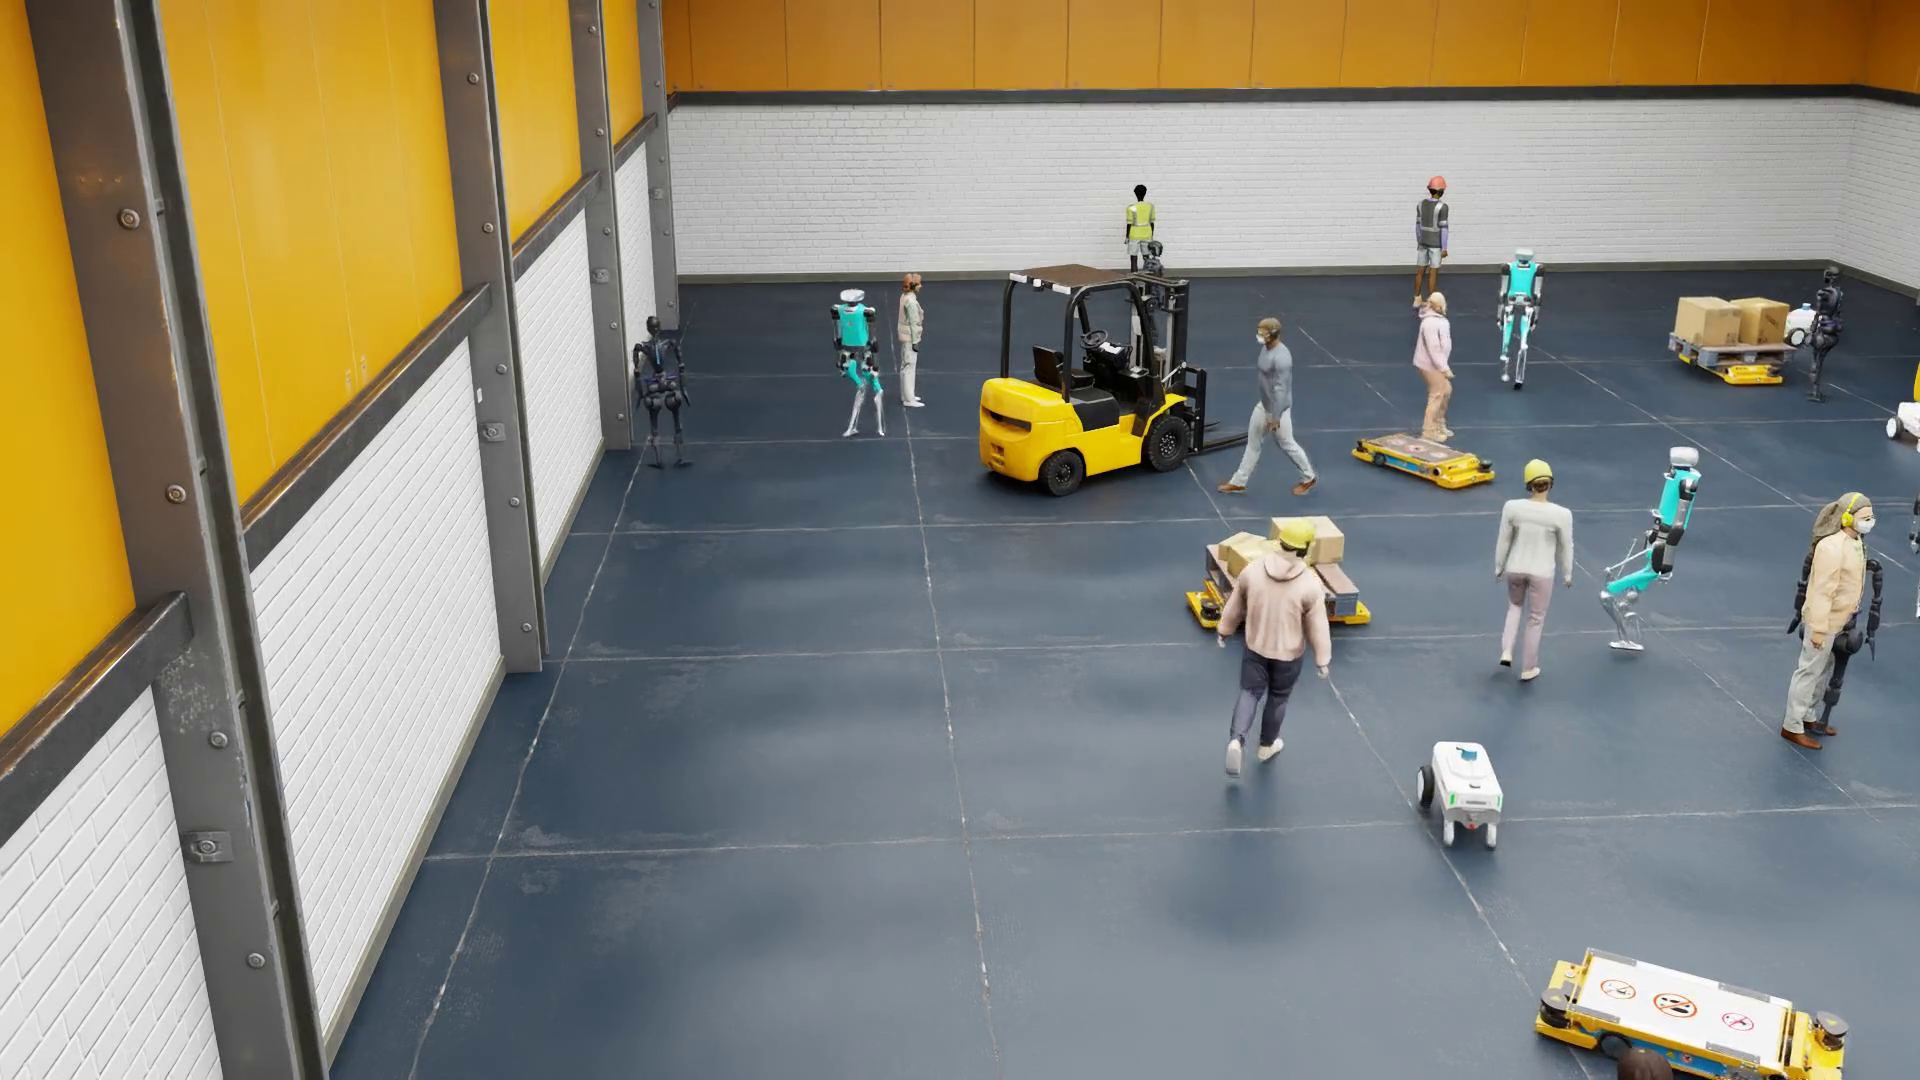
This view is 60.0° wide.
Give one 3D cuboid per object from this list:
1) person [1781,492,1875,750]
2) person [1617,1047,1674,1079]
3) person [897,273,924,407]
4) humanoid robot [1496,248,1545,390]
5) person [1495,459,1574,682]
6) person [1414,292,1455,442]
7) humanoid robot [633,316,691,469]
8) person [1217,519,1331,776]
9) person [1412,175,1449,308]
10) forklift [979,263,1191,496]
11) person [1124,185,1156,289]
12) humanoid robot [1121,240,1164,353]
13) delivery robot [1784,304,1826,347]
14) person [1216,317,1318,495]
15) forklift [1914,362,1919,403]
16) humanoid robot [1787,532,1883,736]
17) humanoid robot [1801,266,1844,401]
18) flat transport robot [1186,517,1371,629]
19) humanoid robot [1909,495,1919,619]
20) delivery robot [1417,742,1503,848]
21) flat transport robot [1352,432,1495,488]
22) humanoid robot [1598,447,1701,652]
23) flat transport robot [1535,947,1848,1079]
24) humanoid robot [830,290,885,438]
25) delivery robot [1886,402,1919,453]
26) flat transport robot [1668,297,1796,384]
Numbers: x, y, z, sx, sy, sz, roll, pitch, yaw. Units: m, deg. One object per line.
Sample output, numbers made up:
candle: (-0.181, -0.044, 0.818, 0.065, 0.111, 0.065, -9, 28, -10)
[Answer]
person: (6.154, 0.548, 11.806, 0.563, 1.875, 0.390, -19, 27, -41)
person: (2.473, 2.669, 6.169, 0.466, 1.775, 0.376, -4, 20, -10)
person: (-0.606, -2.438, 20.289, 0.312, 1.632, 0.518, -4, 21, -12)
humanoid robot: (7.072, -2.748, 21.039, 0.532, 1.779, 0.997, 5, 21, 13)
person: (4.422, 0.241, 12.819, 0.565, 1.739, 0.375, 15, 25, 35)
person: (5.406, -1.972, 18.871, 0.502, 1.743, 0.652, 8, 22, 21)
humanoid robot: (-3.210, -1.590, 17.930, 0.584, 1.644, 0.383, -4, 21, -12)
person: (2.115, 0.747, 11.330, 0.819, 1.826, 0.749, 10, 22, 25)
person: (7.206, -4.524, 25.378, 0.366, 2.048, 0.606, -12, 23, -30)
forklift: (1.315, -1.764, 17.646, 2.313, 2.155, 1.214, -14, 24, -33)
person: (2.900, -4.884, 26.867, 0.539, 1.690, 0.317, -7, 21, -19)
humanoid robot: (2.504, -3.221, 22.411, 0.681, 1.642, 0.601, 7, 21, 19)
delivery robot: (11.872, -3.028, 23.475, 0.774, 0.603, 0.504, -4, 20, -10)
person: (3.227, -1.353, 16.976, 1.015, 1.896, 0.665, -3, 20, -8)
forklift: (12.602, -2.435, 19.475, 2.313, 2.155, 1.214, -1, 20, -4)
humanoid robot: (6.261, 0.608, 11.921, 0.312, 1.655, 0.609, -19, 27, -41)
humanoid robot: (10.677, -2.556, 20.540, 0.608, 1.648, 0.305, -13, 24, -32)
flat transport robot: (2.707, 0.531, 14.181, 1.431, 0.231, 0.659, -2, 20, -5)
humanoid robot: (8.084, -0.057, 13.630, 0.542, 1.730, 0.972, 11, 23, 28)
delivery robot: (3.288, 1.614, 10.838, 0.499, 0.610, 0.804, 2, 20, 6)
flat transport robot: (5.002, -0.872, 18.002, 0.659, 0.231, 1.431, -13, 24, -31)
humanoid robot: (5.362, 0.143, 13.186, 0.746, 1.834, 0.541, 4, 21, 11)
flat transport robot: (3.813, 2.545, 8.693, 1.431, 0.231, 0.659, 11, 23, 27)
humanoid robot: (-1.109, -2.031, 19.056, 0.530, 1.788, 0.797, 7, 21, 18)
delivery robot: (10.901, -1.321, 18.785, 0.499, 0.577, 0.769, 1, 20, 3)
flat transport robot: (10.153, -2.323, 21.956, 0.659, 0.231, 1.431, -2, 20, -5)
